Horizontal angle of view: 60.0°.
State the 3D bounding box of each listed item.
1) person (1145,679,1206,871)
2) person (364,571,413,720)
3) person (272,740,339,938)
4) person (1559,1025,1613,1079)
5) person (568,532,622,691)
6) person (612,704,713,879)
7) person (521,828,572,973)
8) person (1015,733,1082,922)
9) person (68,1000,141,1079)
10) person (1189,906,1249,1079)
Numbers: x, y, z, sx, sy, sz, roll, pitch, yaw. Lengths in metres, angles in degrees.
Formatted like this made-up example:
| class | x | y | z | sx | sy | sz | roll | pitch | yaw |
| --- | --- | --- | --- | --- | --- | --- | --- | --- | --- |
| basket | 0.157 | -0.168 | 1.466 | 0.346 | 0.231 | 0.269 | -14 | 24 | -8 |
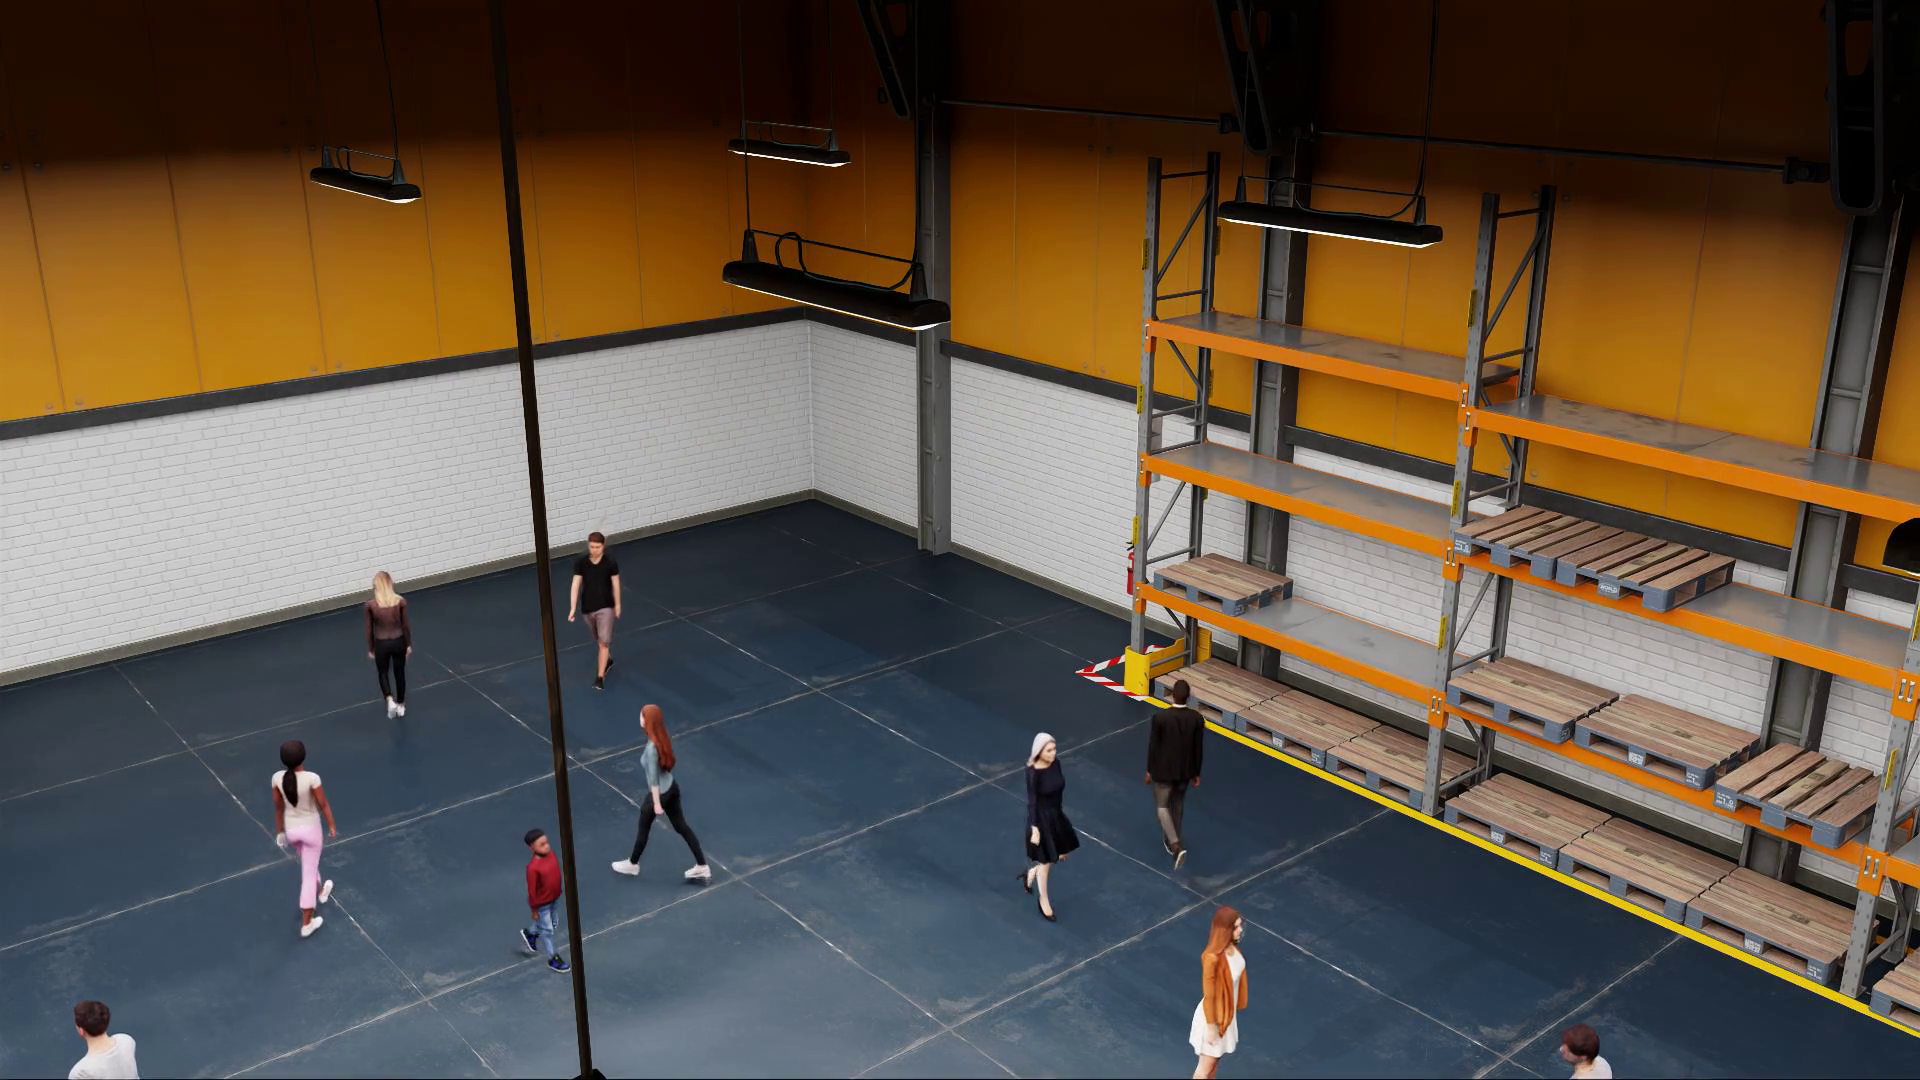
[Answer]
| class | x | y | z | sx | sy | sz | roll | pitch | yaw |
| --- | --- | --- | --- | --- | --- | --- | --- | --- | --- |
| person | 1.961 | 2.146 | 15.101 | 0.973 | 1.783 | 1.148 | -3 | 19 | -9 |
| person | -6.193 | 1.182 | 18.106 | 0.749 | 1.691 | 0.892 | -8 | 20 | -21 |
| person | -5.585 | 2.535 | 14.053 | 0.989 | 1.714 | 1.032 | 2 | 19 | 6 |
| person | 3.915 | 3.809 | 10.163 | 1.263 | 1.783 | 0.993 | 13 | 22 | 33 |
| person | -4.143 | 0.763 | 19.169 | 1.203 | 1.808 | 1.265 | 2 | 19 | 5 |
| person | -2.574 | 2.295 | 14.800 | 1.226 | 1.692 | 1.068 | 4 | 19 | 13 |
| person | -3.450 | 2.928 | 13.623 | 0.833 | 1.243 | 0.696 | 8 | 20 | 22 |
| person | 0.674 | 2.435 | 14.317 | 0.799 | 1.736 | 0.704 | 15 | 24 | 37 |
| person | -5.267 | 3.694 | 10.404 | 0.712 | 1.847 | 0.710 | 7 | 20 | 19 |
| person | 1.796 | 3.329 | 11.685 | 0.695 | 1.722 | 0.703 | 10 | 21 | 26 |
